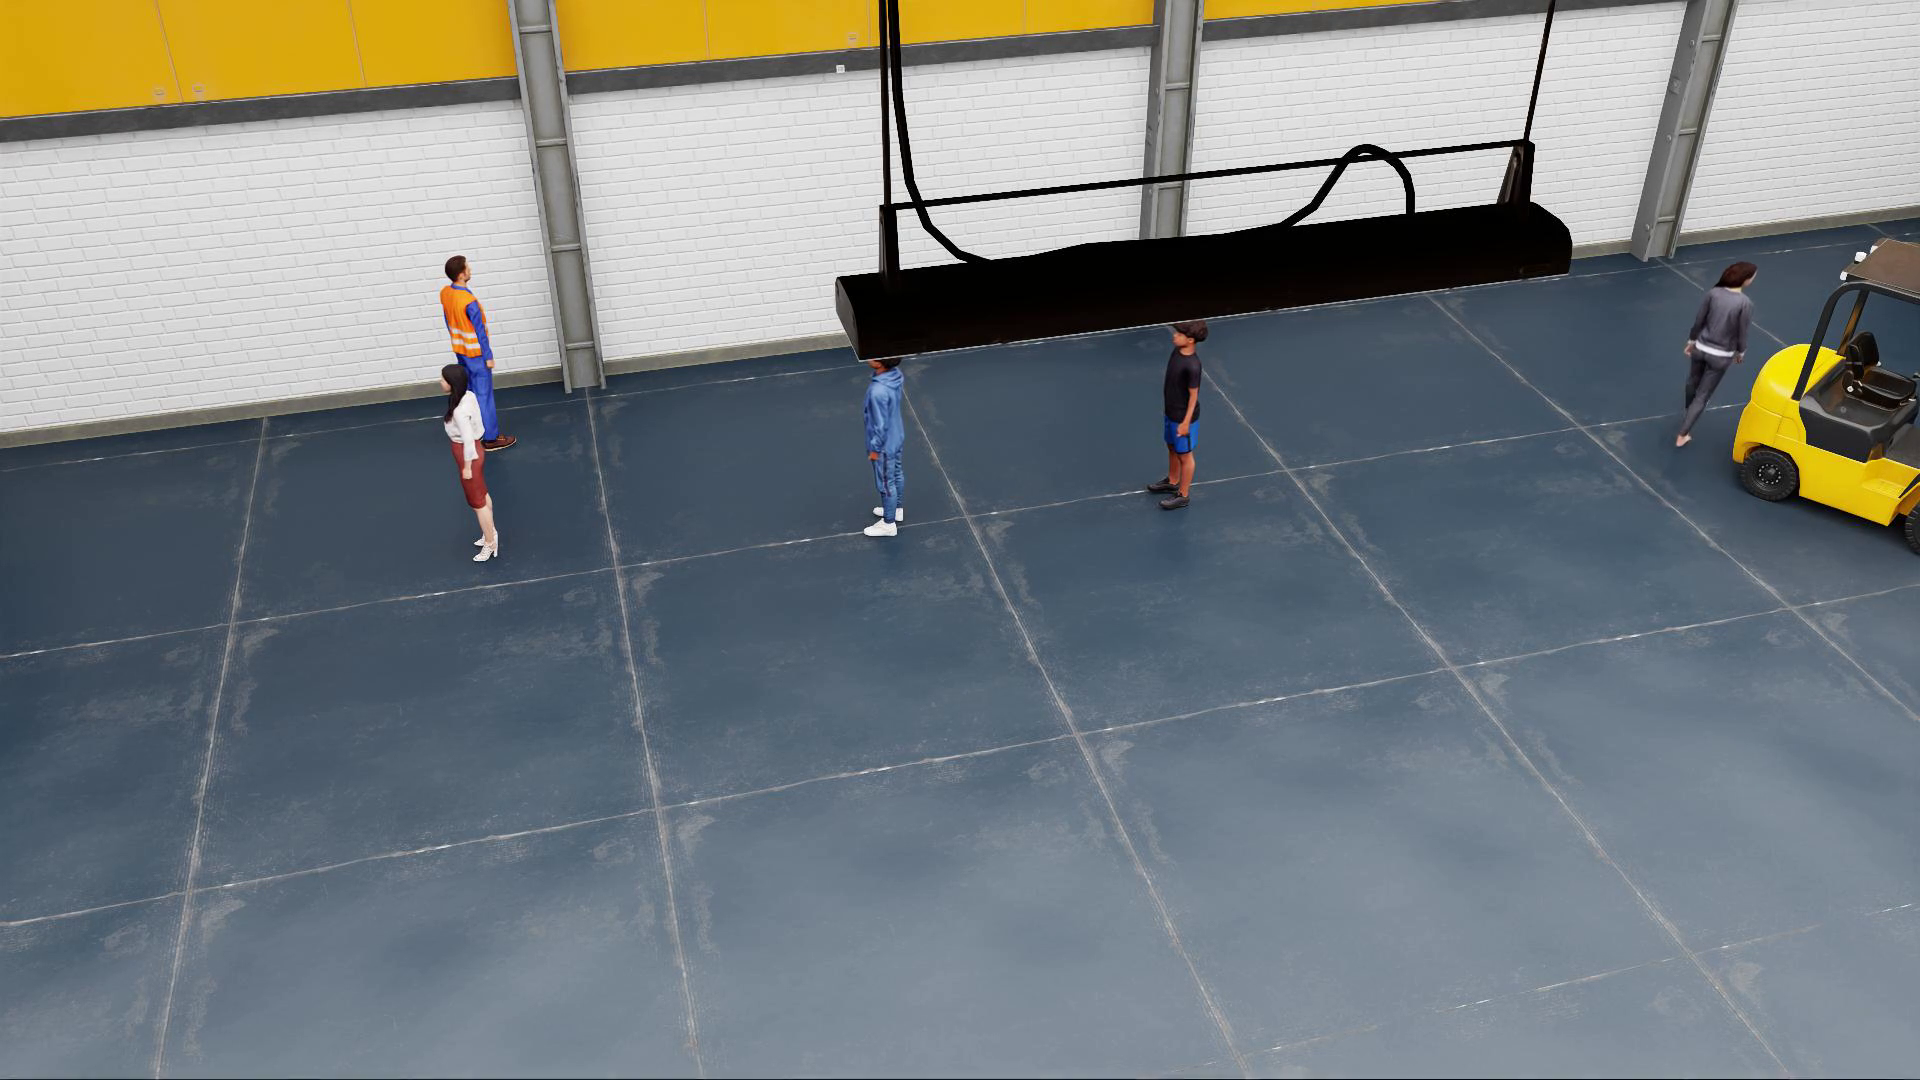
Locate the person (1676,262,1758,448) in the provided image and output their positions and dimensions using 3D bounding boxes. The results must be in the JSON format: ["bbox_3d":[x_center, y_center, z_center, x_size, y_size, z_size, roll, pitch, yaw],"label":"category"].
[{"bbox_3d":[6.763,-1.645,15.006,1.120,1.717,0.886,-25,41,-32],"label":"person"}]

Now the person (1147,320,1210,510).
[{"bbox_3d":[1.887,-1.107,14.122,0.562,1.800,0.595,-8,34,-12],"label":"person"}]

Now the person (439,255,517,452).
[{"bbox_3d":[-4.383,-1.684,14.932,0.788,1.863,0.808,26,41,33],"label":"person"}]

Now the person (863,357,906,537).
[{"bbox_3d":[-0.617,-0.872,13.759,0.755,1.811,0.762,8,34,11],"label":"person"}]

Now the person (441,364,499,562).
[{"bbox_3d":[-3.962,-0.632,13.452,0.523,1.751,0.614,-6,34,-9],"label":"person"}]
